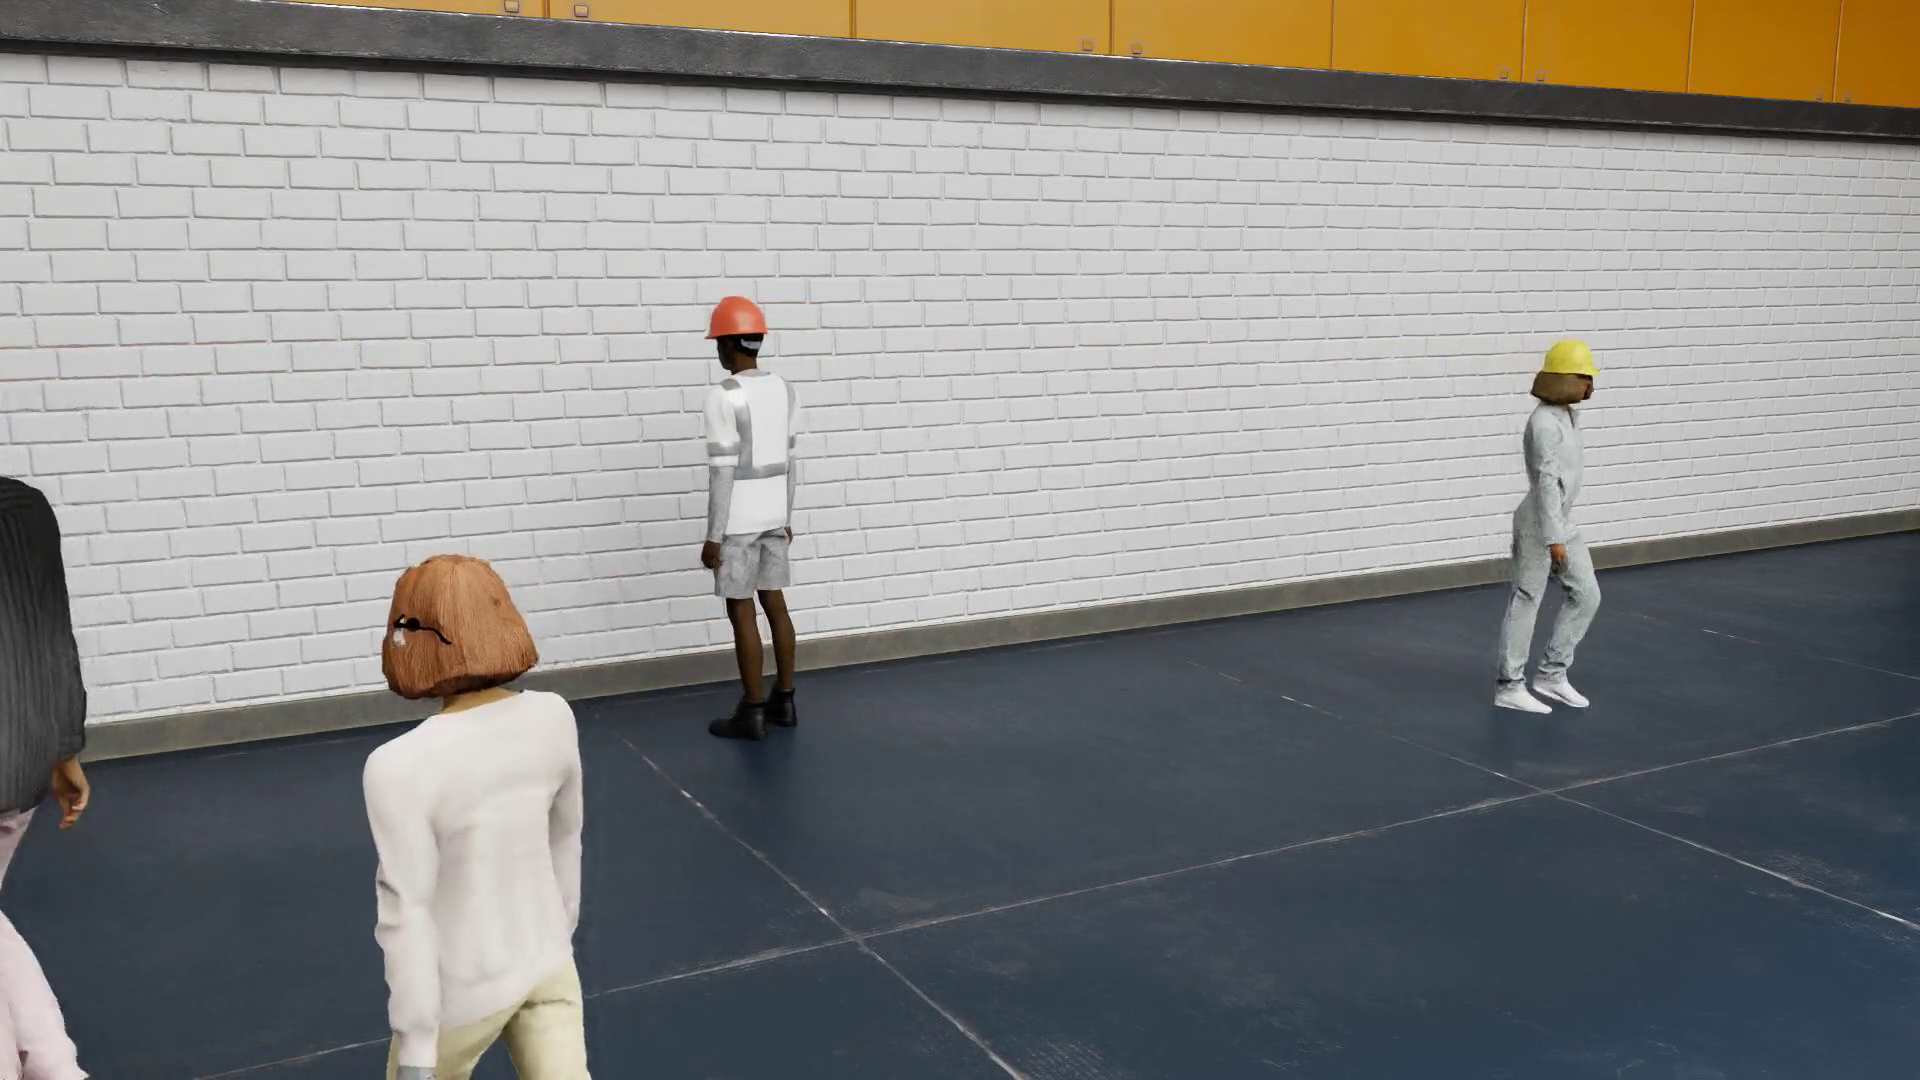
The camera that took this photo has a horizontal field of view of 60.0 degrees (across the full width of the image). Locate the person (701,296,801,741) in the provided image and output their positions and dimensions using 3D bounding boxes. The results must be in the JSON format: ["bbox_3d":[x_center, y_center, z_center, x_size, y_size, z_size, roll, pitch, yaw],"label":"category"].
[{"bbox_3d":[-0.944,-0.094,7.286,0.377,1.933,0.551,7,12,33],"label":"person"}]

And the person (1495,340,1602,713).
[{"bbox_3d":[2.727,-0.043,7.598,0.530,1.728,0.484,8,12,38],"label":"person"}]

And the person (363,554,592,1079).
[{"bbox_3d":[-0.855,0.812,3.057,0.865,1.593,0.511,6,12,32],"label":"person"}]

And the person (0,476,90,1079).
[{"bbox_3d":[-2.197,0.523,3.594,0.437,1.979,0.646,2,10,10],"label":"person"}]
